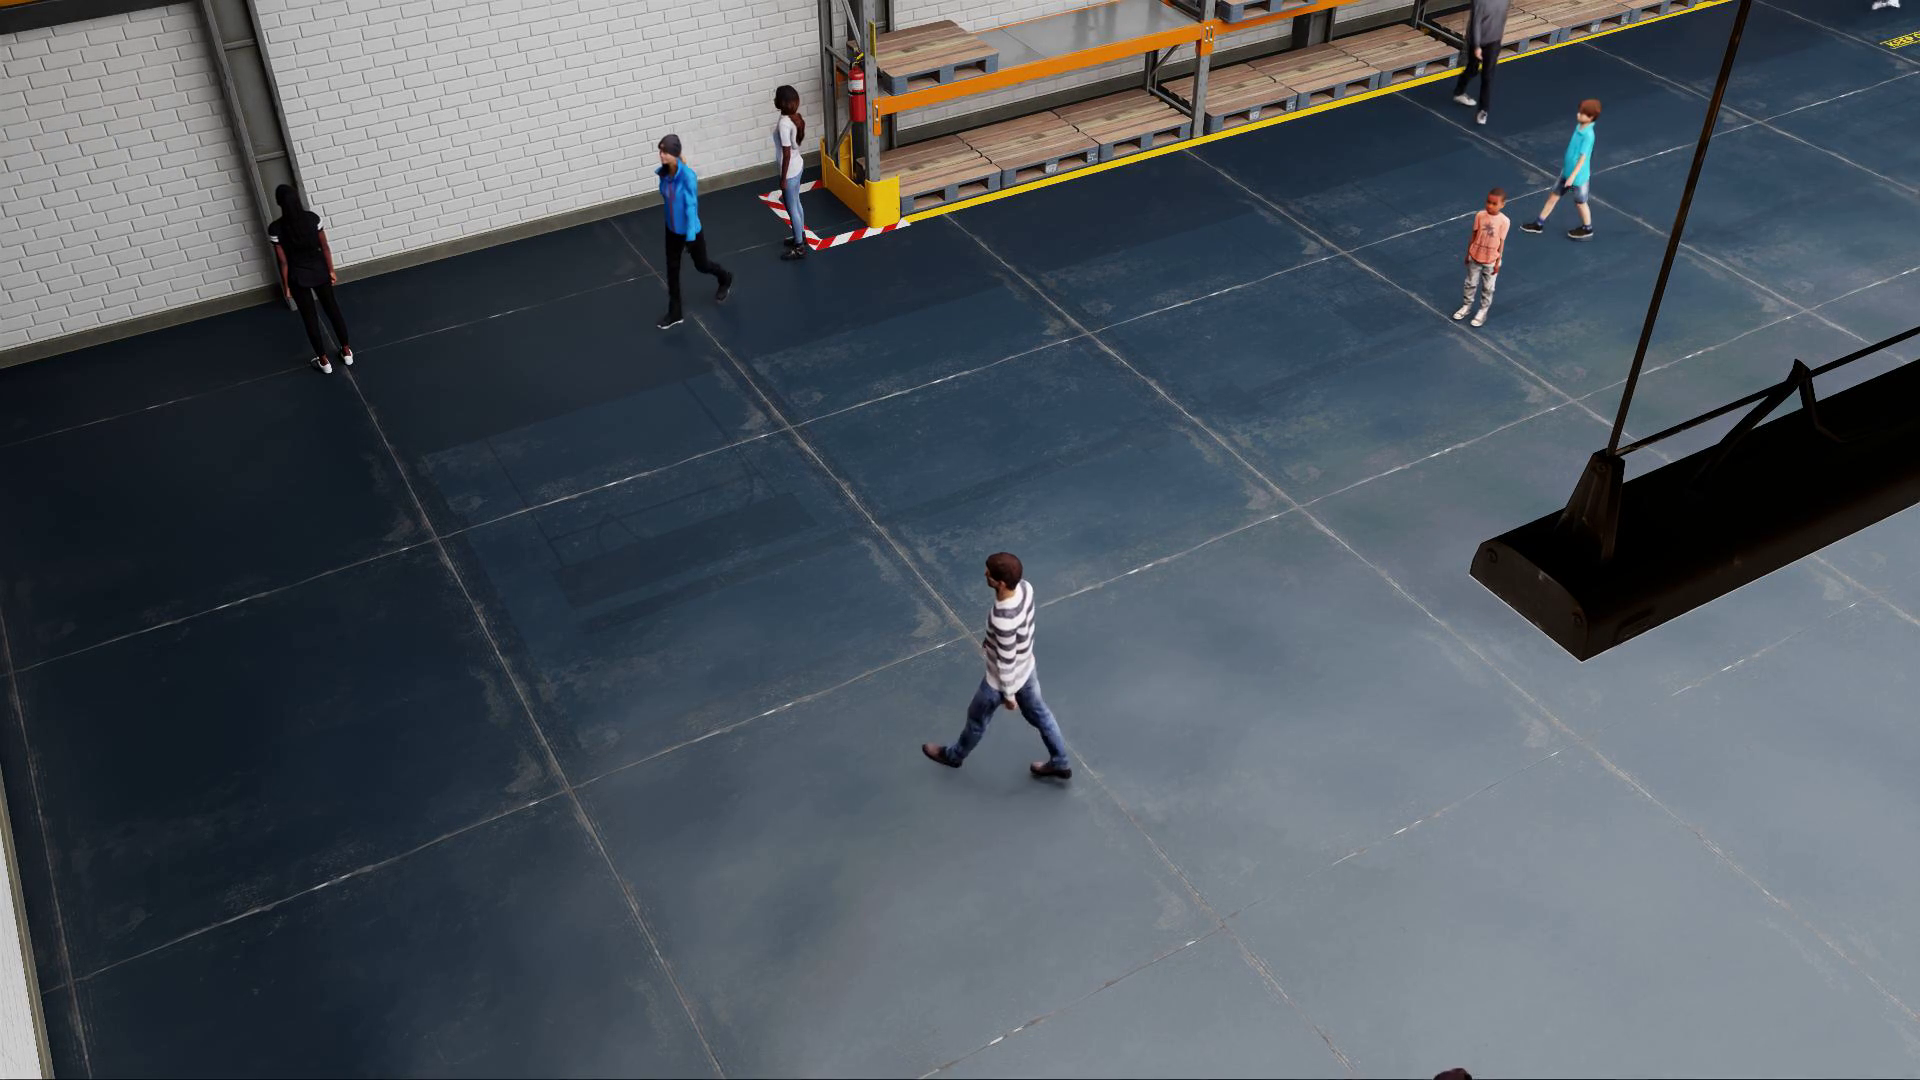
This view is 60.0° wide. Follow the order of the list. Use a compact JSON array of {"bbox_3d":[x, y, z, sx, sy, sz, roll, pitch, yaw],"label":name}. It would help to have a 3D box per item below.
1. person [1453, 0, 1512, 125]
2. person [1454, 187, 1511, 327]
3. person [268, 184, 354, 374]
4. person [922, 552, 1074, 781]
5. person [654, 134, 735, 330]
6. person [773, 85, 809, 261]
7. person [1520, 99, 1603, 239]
[{"bbox_3d":[5.751,-5.508,18.287,1.044,1.719,0.945,-10,40,-13],"label":"person"},{"bbox_3d":[4.720,-2.558,14.921,0.540,1.310,0.568,25,45,28],"label":"person"},{"bbox_3d":[-5.556,-2.237,14.183,0.536,1.729,0.708,-27,46,-30],"label":"person"},{"bbox_3d":[0.402,0.837,10.280,1.213,1.796,1.223,13,40,16],"label":"person"},{"bbox_3d":[-2.382,-2.770,14.823,0.908,1.764,1.219,26,45,29],"label":"person"},{"bbox_3d":[-1.608,-3.489,15.759,0.696,1.719,0.672,2,39,2],"label":"person"},{"bbox_3d":[6.030,-3.559,16.091,1.011,1.413,0.823,0,39,0],"label":"person"}]
